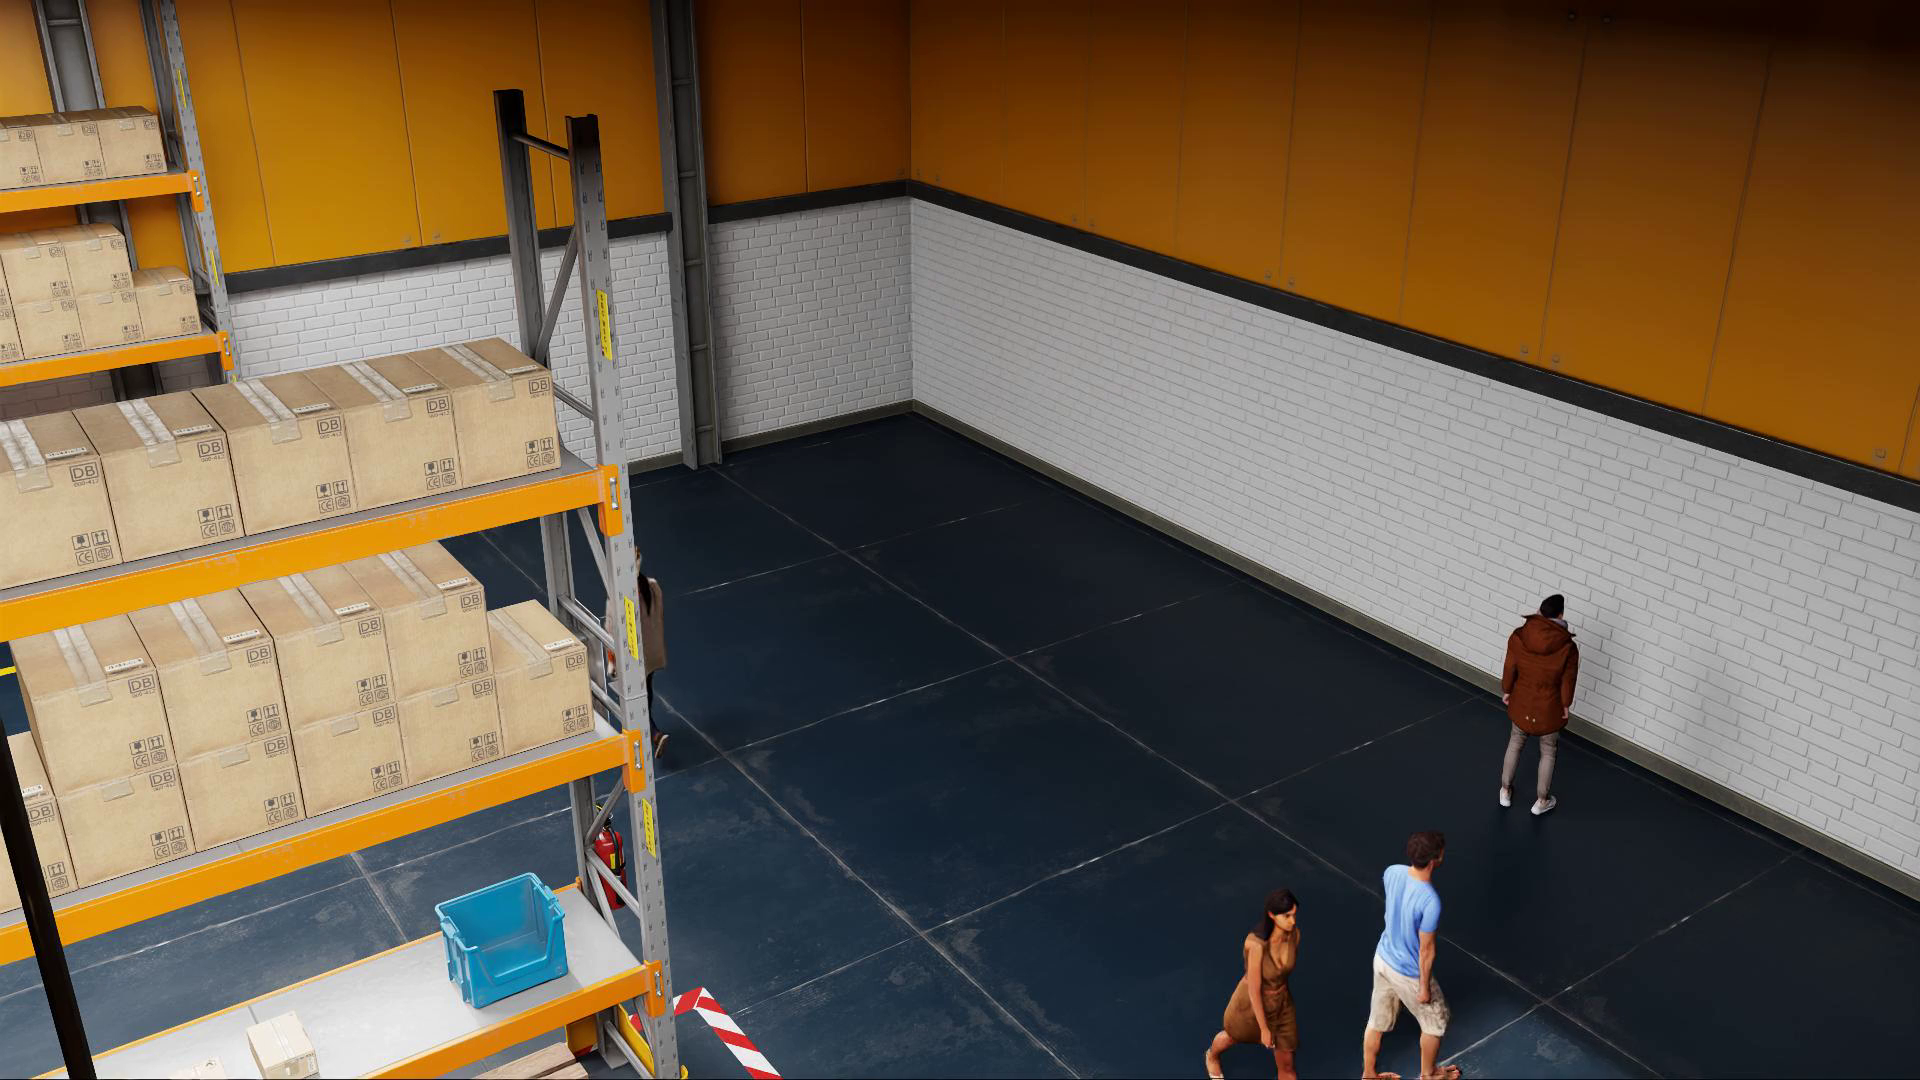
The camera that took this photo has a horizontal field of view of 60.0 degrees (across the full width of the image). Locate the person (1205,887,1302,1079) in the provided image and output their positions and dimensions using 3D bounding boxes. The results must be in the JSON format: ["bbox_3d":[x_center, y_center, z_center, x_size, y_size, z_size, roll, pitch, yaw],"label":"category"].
[{"bbox_3d":[1.716,2.734,9.814,1.104,1.639,0.742,-12,26,-25],"label":"person"}]

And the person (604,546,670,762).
[{"bbox_3d":[-2.628,0.929,13.657,1.003,1.868,0.861,-21,31,-39],"label":"person"}]

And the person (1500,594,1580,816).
[{"bbox_3d":[4.490,1.265,12.926,0.812,1.837,0.823,15,28,31],"label":"person"}]

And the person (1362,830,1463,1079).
[{"bbox_3d":[2.590,2.567,9.933,0.921,1.848,0.725,-11,26,-23],"label":"person"}]
